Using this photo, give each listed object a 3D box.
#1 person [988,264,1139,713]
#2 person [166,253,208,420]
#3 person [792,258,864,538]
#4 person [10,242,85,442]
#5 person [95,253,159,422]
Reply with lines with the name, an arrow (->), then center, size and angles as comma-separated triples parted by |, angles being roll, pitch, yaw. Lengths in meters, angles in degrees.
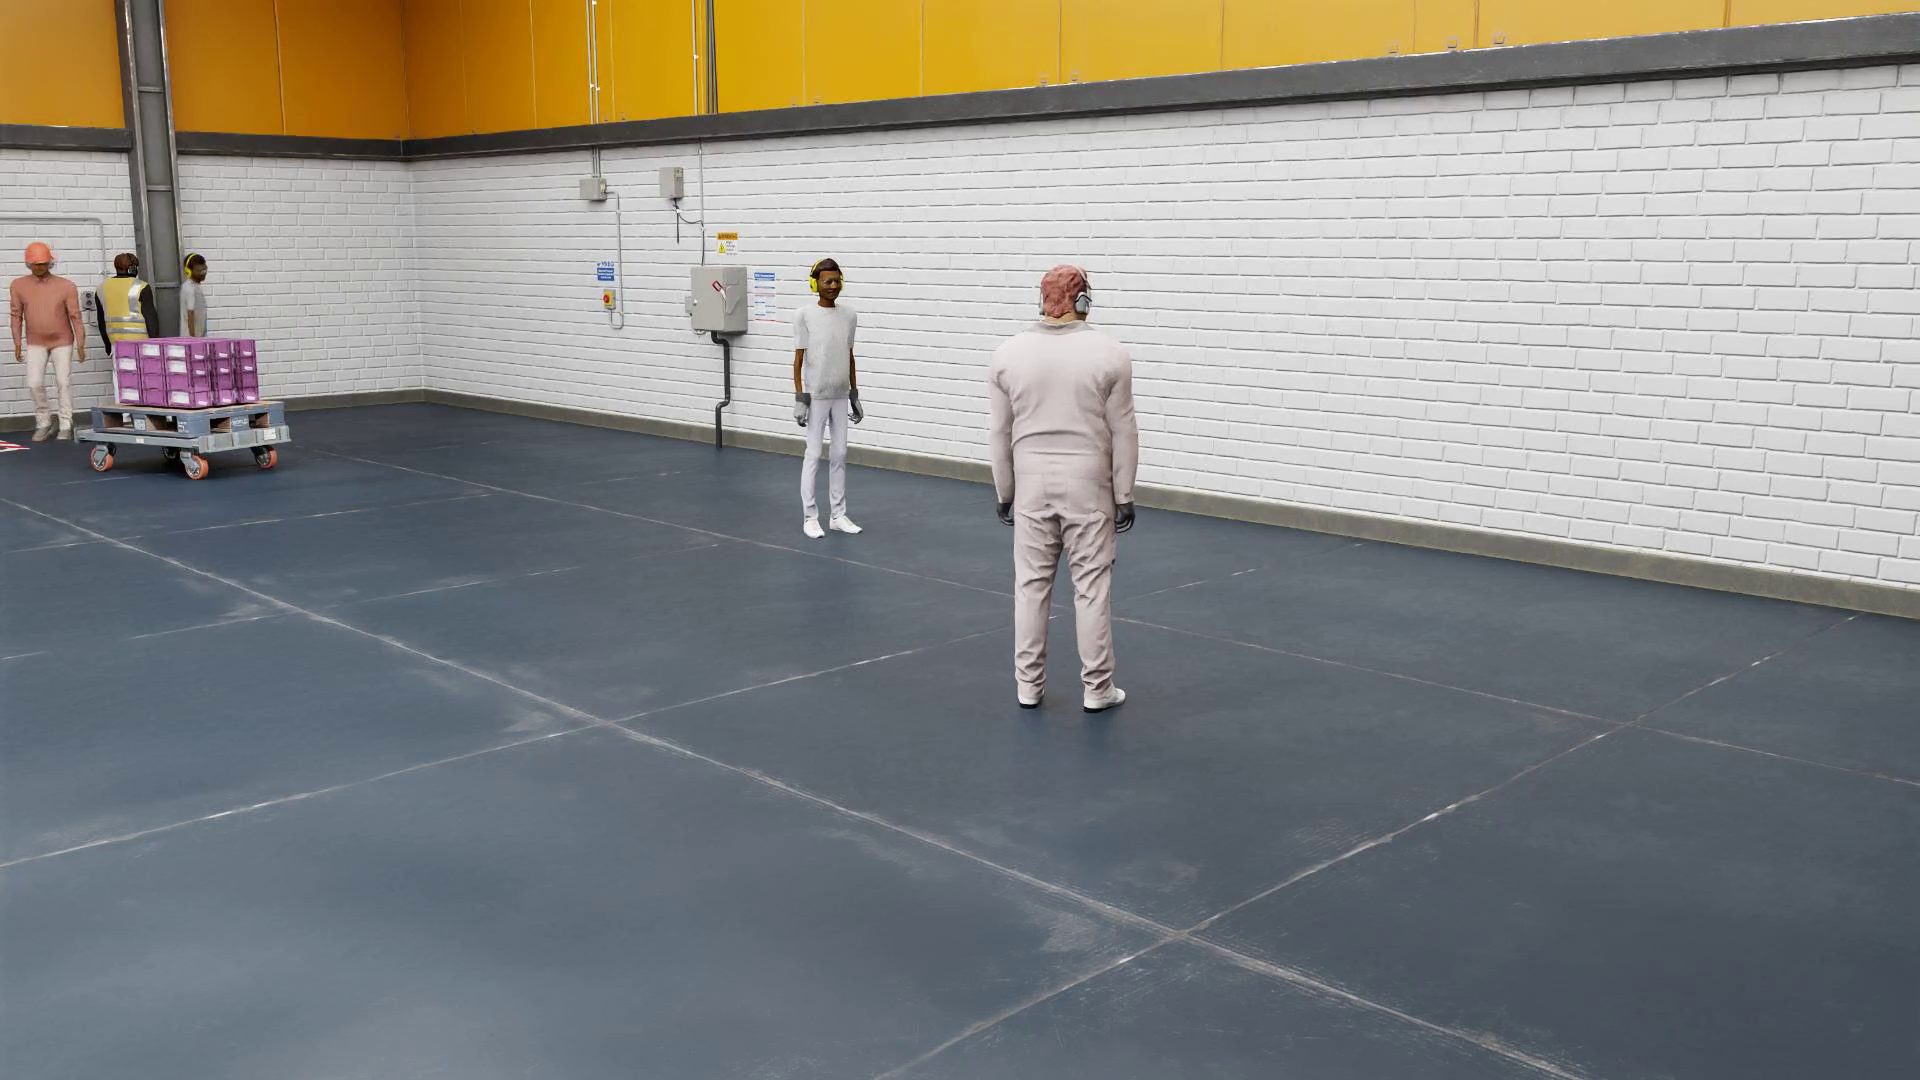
person -> 0.449, -0.211, 7.079 | 0.638, 1.902, 0.406 | 3, 11, 17
person -> -8.150, -2.124, 17.685 | 0.621, 1.846, 0.615 | -4, 11, -21
person -> -0.884, -0.955, 11.219 | 0.533, 1.871, 0.320 | -8, 13, -36
person -> -8.957, -1.936, 16.353 | 0.669, 1.954, 0.571 | -4, 11, -19
person -> -8.589, -2.049, 17.261 | 0.634, 1.841, 0.429 | 1, 10, 8
